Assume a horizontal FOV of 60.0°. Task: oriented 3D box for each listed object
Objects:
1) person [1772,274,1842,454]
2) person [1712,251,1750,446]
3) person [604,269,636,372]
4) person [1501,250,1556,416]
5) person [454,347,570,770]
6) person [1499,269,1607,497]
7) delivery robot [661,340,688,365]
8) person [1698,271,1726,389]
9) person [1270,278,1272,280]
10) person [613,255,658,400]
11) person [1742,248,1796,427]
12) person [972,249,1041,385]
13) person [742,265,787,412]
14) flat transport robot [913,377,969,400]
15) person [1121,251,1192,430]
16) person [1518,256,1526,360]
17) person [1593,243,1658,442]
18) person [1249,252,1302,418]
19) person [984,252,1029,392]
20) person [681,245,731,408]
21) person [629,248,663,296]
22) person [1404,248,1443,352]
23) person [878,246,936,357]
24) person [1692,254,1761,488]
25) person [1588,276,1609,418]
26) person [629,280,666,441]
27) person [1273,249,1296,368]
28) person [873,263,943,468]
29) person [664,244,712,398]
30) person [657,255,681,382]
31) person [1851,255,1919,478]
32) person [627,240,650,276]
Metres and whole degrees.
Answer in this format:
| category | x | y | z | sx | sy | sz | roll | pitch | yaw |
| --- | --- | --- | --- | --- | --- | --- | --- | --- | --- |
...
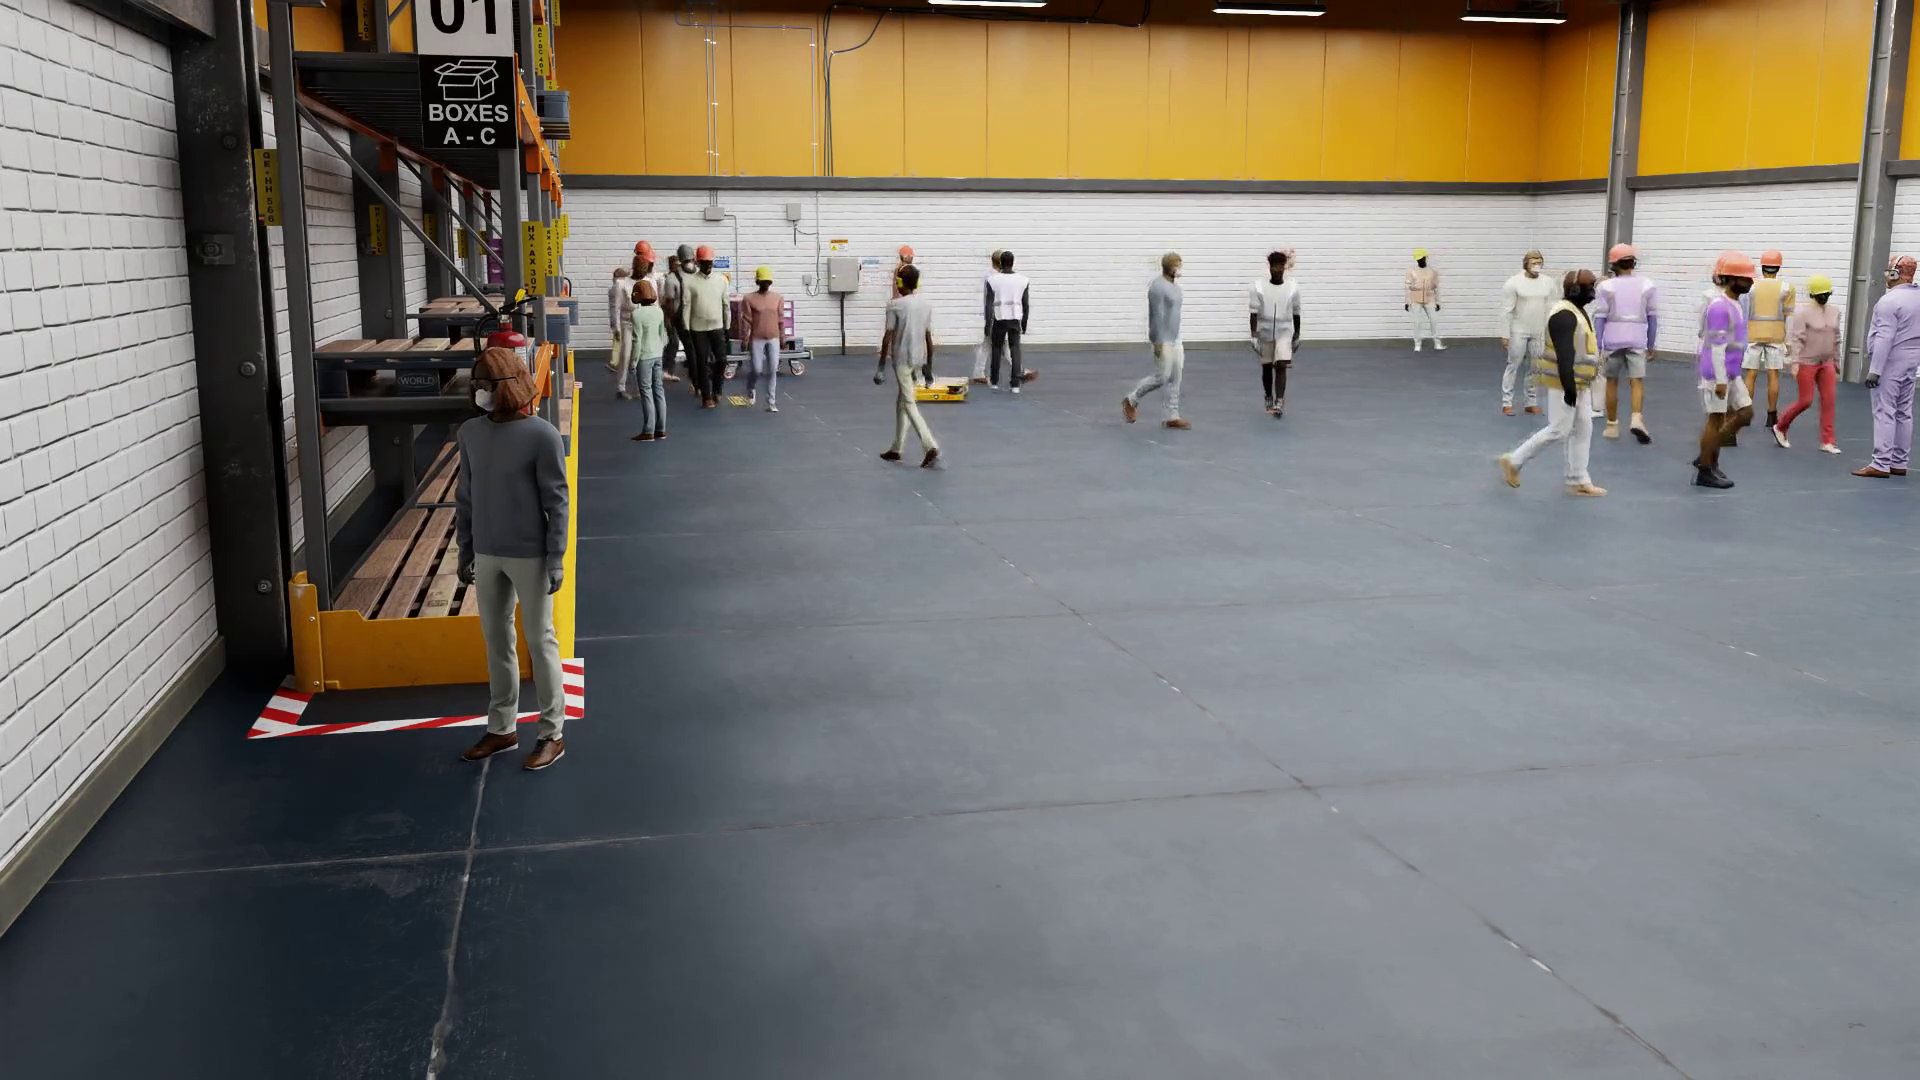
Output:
| category | x | y | z | sx | sy | sz | roll | pitch | yaw |
| --- | --- | --- | --- | --- | --- | --- | --- | --- | --- |
| person | 8.205 | -1.706 | 16.038 | 0.586 | 1.721 | 0.641 | -3 | 11 | -14 |
| person | 7.600 | -1.889 | 16.483 | 0.374 | 1.930 | 0.542 | 4 | 11 | 23 |
| person | -5.204 | -3.375 | 25.631 | 0.507 | 1.582 | 0.842 | 1 | 10 | 8 |
| person | 6.580 | -2.388 | 19.284 | 0.646 | 1.927 | 0.392 | -2 | 10 | -10 |
| person | -1.738 | 0.072 | 6.435 | 0.509 | 1.632 | 0.269 | 5 | 11 | 24 |
| person | 4.778 | -1.251 | 13.268 | 0.745 | 1.818 | 0.626 | 7 | 13 | 35 |
| delivery robot | -4.285 | -2.909 | 25.683 | 0.707 | 0.478 | 0.477 | -8 | 13 | -37 |
| person | 10.320 | -2.856 | 22.647 | 0.510 | 1.639 | 0.308 | 1 | 10 | 6 |
| person | 5.897 | -4.318 | 30.616 | 0.375 | 1.680 | 0.545 | -3 | 11 | -18 |
| person | -4.136 | -2.708 | 21.259 | 0.584 | 1.856 | 0.433 | -5 | 11 | -26 |
| person | 8.813 | -2.206 | 18.199 | 0.552 | 1.942 | 0.343 | 6 | 12 | 29 |
| person | 0.636 | -3.090 | 23.220 | 1.005 | 1.890 | 0.643 | 1 | 10 | 6 |
| person | -2.339 | -2.400 | 19.816 | 0.521 | 1.746 | 0.513 | -4 | 11 | -22 |
| flat transport robot | -0.252 | -1.961 | 21.476 | 0.652 | 0.197 | 1.431 | 1 | 10 | 4 |
| person | 2.157 | -2.142 | 17.917 | 0.704 | 1.923 | 0.643 | 6 | 12 | 32 |
| person | 9.693 | -3.982 | 28.364 | 0.404 | 1.828 | 0.587 | -1 | 10 | -3 |
| person | 6.745 | -1.992 | 16.860 | 0.637 | 2.011 | 0.759 | 2 | 10 | 11 |
| person | 3.648 | -2.381 | 19.286 | 0.595 | 1.909 | 1.032 | 2 | 10 | 11 |
| person | 0.617 | -2.955 | 22.548 | 0.654 | 1.867 | 0.954 | -2 | 10 | -12 |
| person | -3.062 | -2.571 | 20.127 | 0.635 | 1.974 | 0.492 | -4 | 11 | -21 |
| person | -4.826 | -3.530 | 25.623 | 0.565 | 1.912 | 0.651 | -3 | 11 | -14 |
| person | 8.450 | -4.372 | 30.354 | 0.692 | 1.888 | 0.410 | 0 | 10 | 2 |
| person | -0.962 | -4.126 | 28.868 | 1.014 | 1.943 | 0.608 | -3 | 11 | -16 |
| person | 6.288 | -1.371 | 13.625 | 0.418 | 1.920 | 0.579 | 9 | 14 | 41 |
| person | 7.330 | -2.216 | 19.127 | 0.334 | 1.634 | 0.522 | 2 | 11 | 13 |
| person | -3.188 | -1.820 | 16.919 | 0.281 | 1.634 | 0.498 | 5 | 11 | 24 |
| person | 5.175 | -3.670 | 26.457 | 0.429 | 1.891 | 0.679 | 3 | 11 | 15 |
| person | -0.449 | -1.578 | 15.034 | 0.524 | 1.833 | 0.939 | -9 | 14 | -42 |
| person | -3.535 | -2.903 | 21.793 | 0.684 | 2.000 | 0.836 | -6 | 12 | -30 |
| person | -4.112 | -3.170 | 23.862 | 0.415 | 1.823 | 0.539 | 7 | 12 | 33 |
| person | 8.011 | -1.485 | 14.306 | 0.651 | 1.907 | 0.409 | -6 | 12 | -31 |
| person | -5.259 | -3.961 | 27.685 | 0.405 | 2.033 | 0.619 | 4 | 11 | 21 |
